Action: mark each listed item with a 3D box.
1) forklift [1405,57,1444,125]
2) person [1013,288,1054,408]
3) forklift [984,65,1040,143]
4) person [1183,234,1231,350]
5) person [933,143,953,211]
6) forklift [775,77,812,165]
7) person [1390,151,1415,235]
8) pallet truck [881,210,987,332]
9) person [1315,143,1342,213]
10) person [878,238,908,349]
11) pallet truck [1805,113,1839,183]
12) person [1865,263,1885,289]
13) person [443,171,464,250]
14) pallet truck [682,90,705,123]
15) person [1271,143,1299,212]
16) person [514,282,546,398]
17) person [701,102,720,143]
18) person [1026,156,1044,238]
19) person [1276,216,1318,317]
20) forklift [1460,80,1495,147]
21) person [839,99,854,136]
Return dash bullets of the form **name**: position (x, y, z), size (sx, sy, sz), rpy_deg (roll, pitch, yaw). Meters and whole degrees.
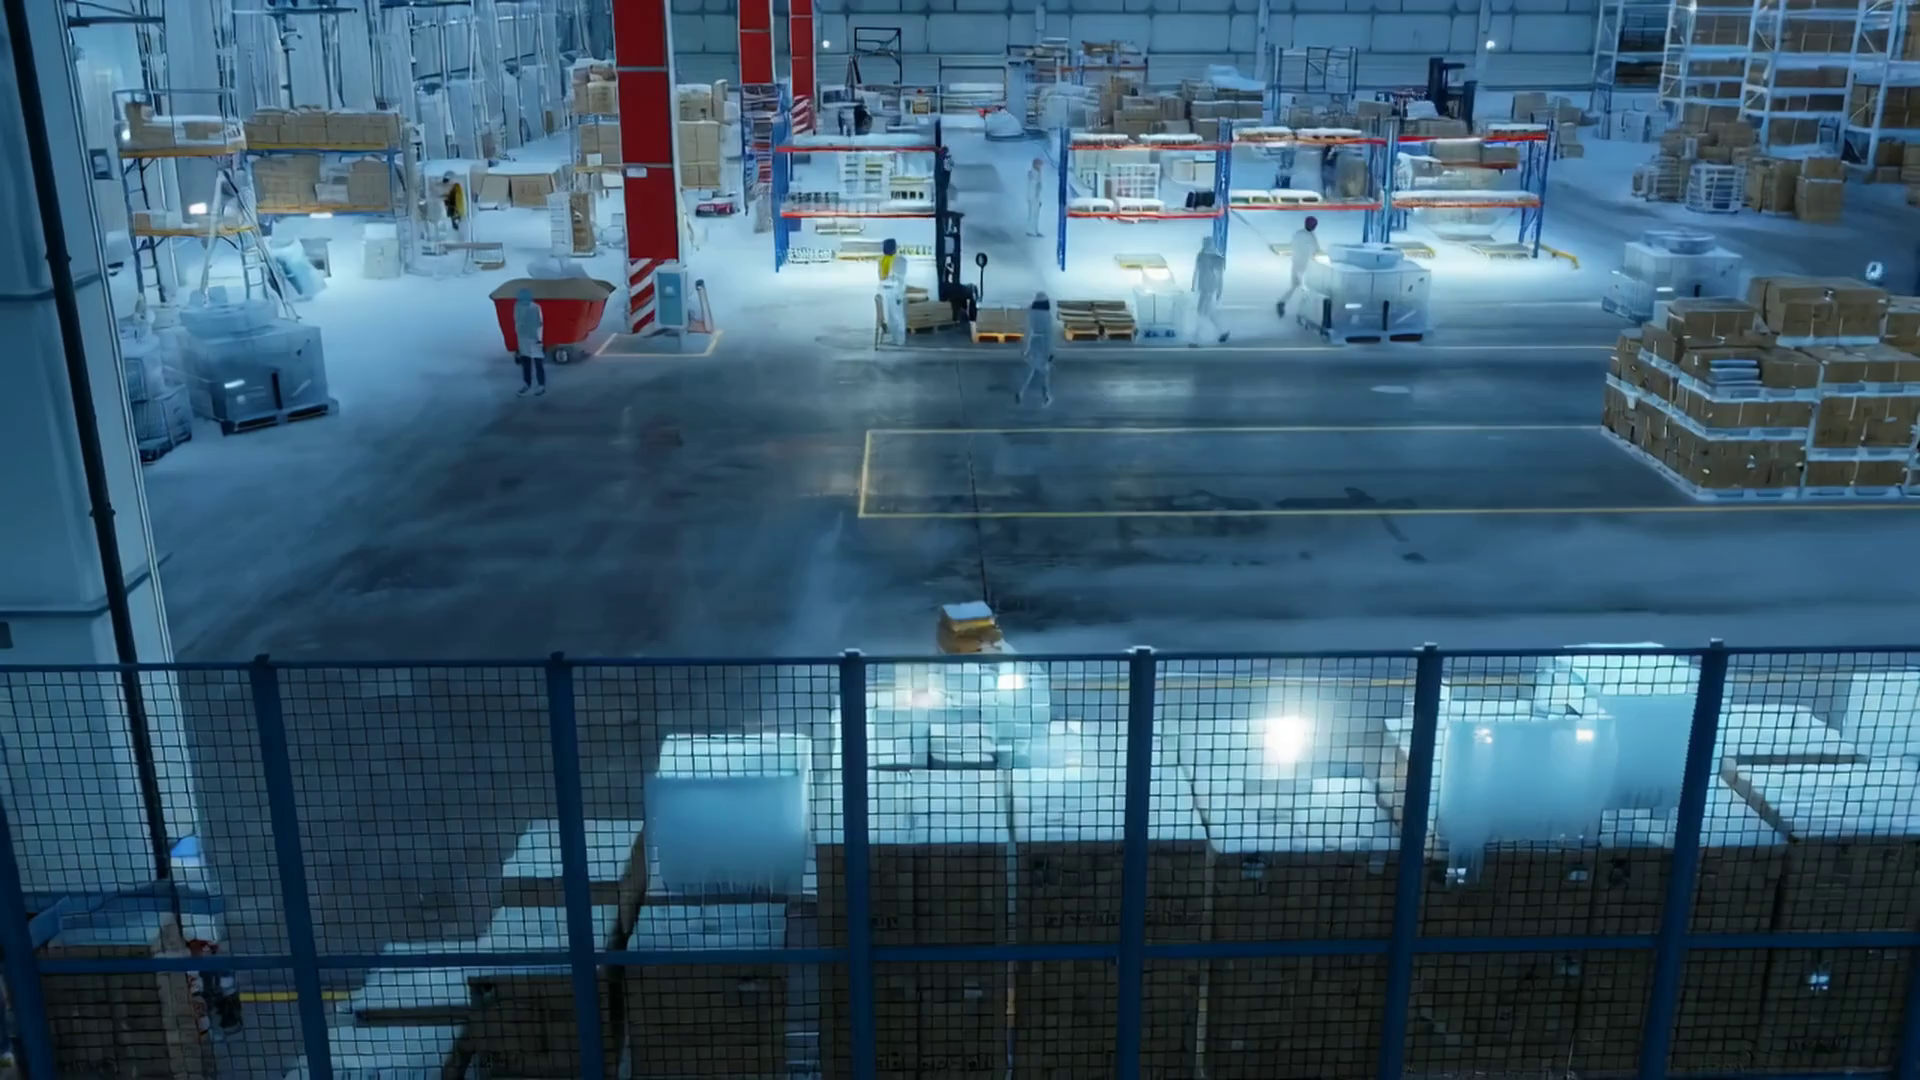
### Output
- **forklift**: position (19.573, -18.503, 68.761), size (1.873, 2.768, 1.129), rpy_deg (0, 19, -1)
- **person**: position (1.064, -2.715, 23.728), size (0.493, 1.722, 0.740), rpy_deg (14, 23, 35)
- **forklift**: position (1.948, -16.471, 62.733), size (1.873, 2.768, 1.129), rpy_deg (-7, 20, -19)
- **person**: position (4.171, -4.151, 27.705), size (0.954, 1.905, 0.631), rpy_deg (-8, 20, -22)
- **person**: position (-0.436, -9.489, 43.641), size (0.534, 1.827, 0.415), rpy_deg (6, 19, 16)
- **forklift**: position (-5.919, -13.893, 55.087), size (1.873, 2.768, 1.129), rpy_deg (-1, 19, -1)
- **person**: position (10.659, -8.361, 40.086), size (0.613, 1.962, 0.362), rpy_deg (-15, 24, -37)
- **pallet truck**: position (-0.493, -4.759, 29.349), size (1.885, 1.965, 0.823), rpy_deg (-13, 23, -34)
- **person**: position (9.805, -9.570, 43.837), size (0.958, 1.872, 0.616), rpy_deg (-17, 25, -42)
- **person**: position (-1.134, -4.094, 27.642), size (0.430, 1.837, 0.626), rpy_deg (-15, 24, -38)
- **pallet truck**: position (26.403, -11.957, 50.702), size (0.823, 1.965, 1.885), rpy_deg (6, 19, 16)
- **person**: position (13.777, -3.307, 25.322), size (0.517, 1.818, 0.988), rpy_deg (-15, 24, -37)
- **person**: position (-11.046, -7.092, 36.364), size (0.361, 1.938, 0.545), rpy_deg (-4, 19, -12)
- **pallet truck**: position (-9.671, -15.907, 62.421), size (0.823, 1.965, 1.885), rpy_deg (5, 19, 15)
- **person**: position (8.677, -9.626, 43.948), size (0.892, 1.899, 0.542), rpy_deg (15, 24, 37)
- **person**: position (-6.329, -2.940, 24.413), size (0.531, 1.698, 0.320), rpy_deg (10, 21, 27)
- **person**: position (-9.306, -15.313, 61.277), size (0.864, 1.592, 0.534), rpy_deg (1, 19, 3)
- **person**: position (1.782, -8.148, 39.511), size (0.372, 1.928, 0.584), rpy_deg (-8, 20, -21)
- **person**: position (6.083, -4.858, 29.796), size (0.686, 1.904, 0.648), rpy_deg (-10, 21, -26)
- **forklift**: position (16.146, -13.225, 53.105), size (1.873, 2.768, 1.129), rpy_deg (4, 19, 13)
- **person**: position (-4.051, -14.814, 59.387), size (0.588, 1.860, 0.763), rpy_deg (-9, 21, -25)
